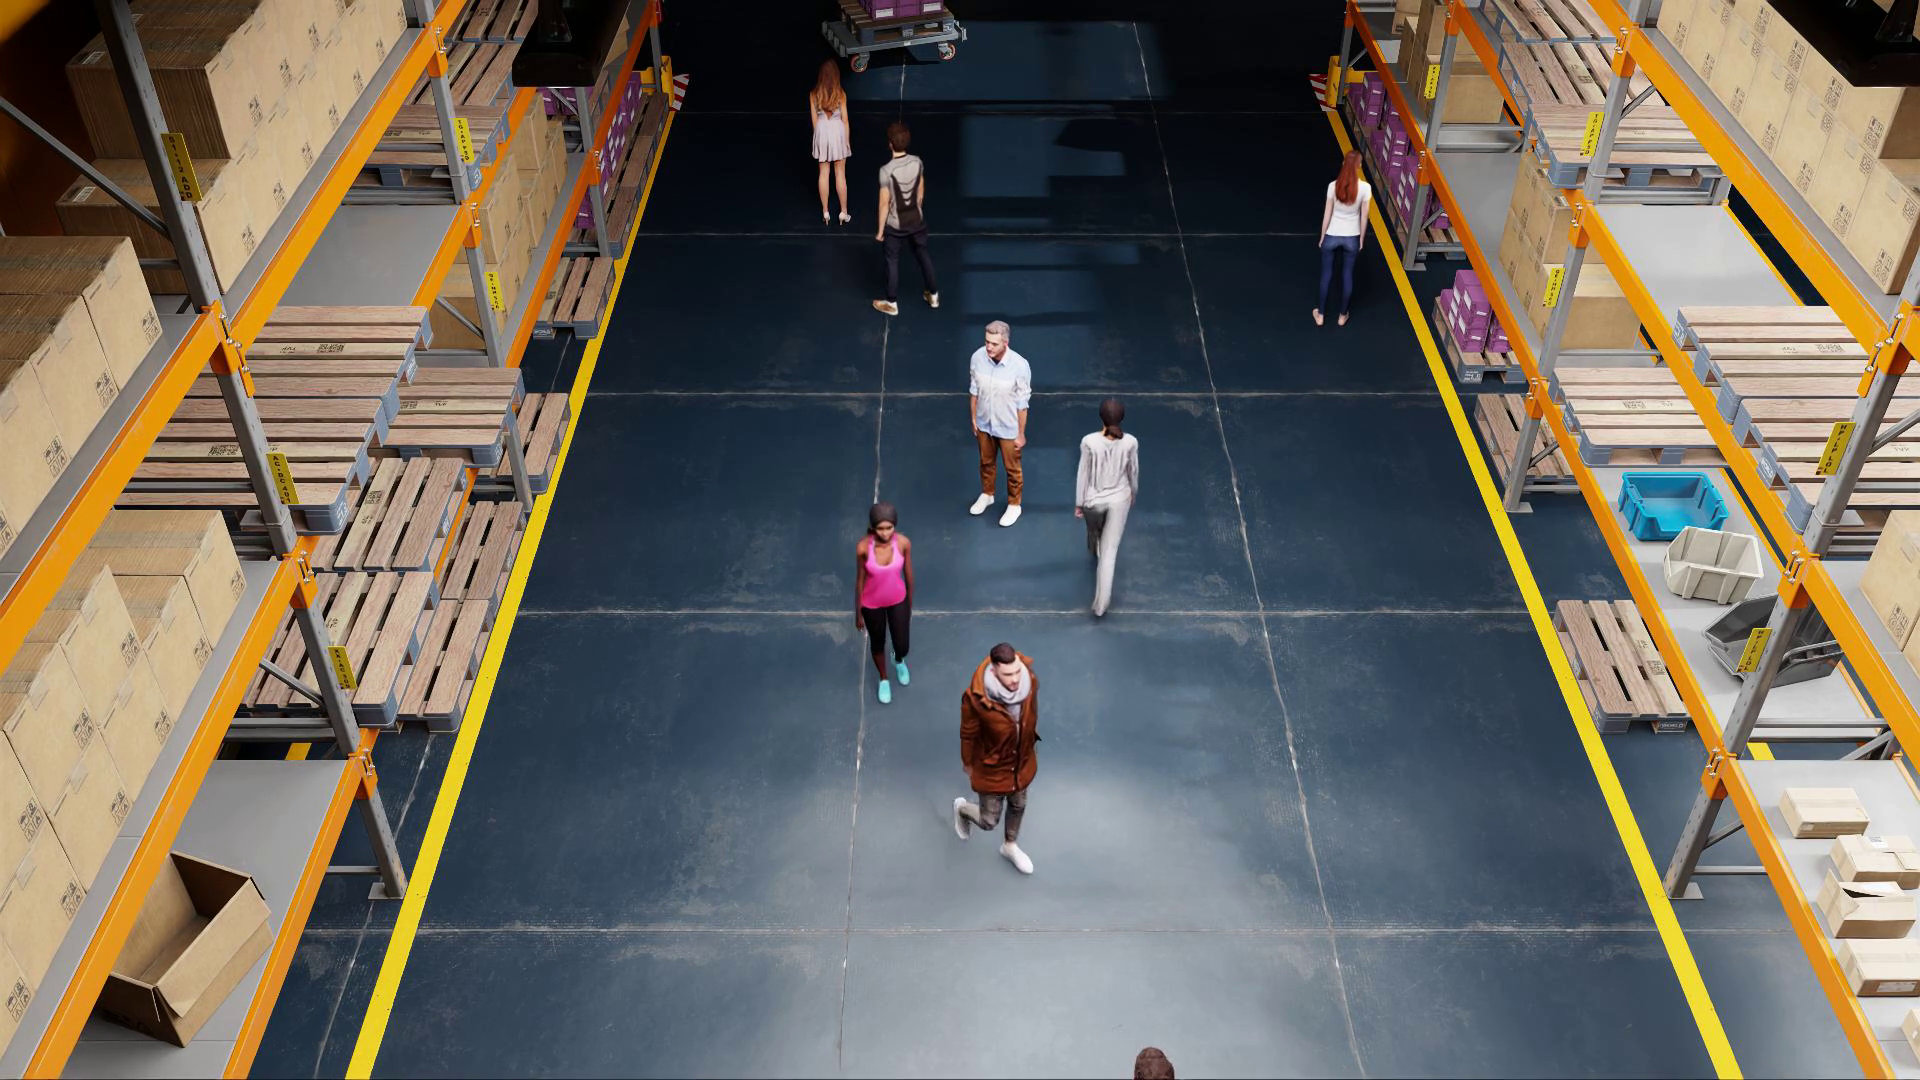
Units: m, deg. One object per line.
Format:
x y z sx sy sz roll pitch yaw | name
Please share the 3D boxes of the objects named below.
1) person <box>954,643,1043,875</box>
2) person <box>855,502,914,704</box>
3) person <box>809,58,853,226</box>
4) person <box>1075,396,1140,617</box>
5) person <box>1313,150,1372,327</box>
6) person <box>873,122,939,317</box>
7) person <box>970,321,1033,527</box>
0.216 1.305 10.261 0.938 1.823 1.016 -24 45 -27 | person
-0.536 0.378 11.509 0.584 1.715 0.641 -3 39 -4 | person
-1.324 -4.063 17.026 0.584 1.769 0.600 4 39 5 | person
1.079 -0.216 12.251 0.657 1.717 1.125 3 39 3 | person
3.547 -2.799 15.467 0.591 1.738 0.563 6 39 7 | person
-0.546 -2.993 15.595 0.866 1.882 0.861 -22 43 -25 | person
0.319 -0.944 13.076 0.758 1.824 0.742 17 42 21 | person
